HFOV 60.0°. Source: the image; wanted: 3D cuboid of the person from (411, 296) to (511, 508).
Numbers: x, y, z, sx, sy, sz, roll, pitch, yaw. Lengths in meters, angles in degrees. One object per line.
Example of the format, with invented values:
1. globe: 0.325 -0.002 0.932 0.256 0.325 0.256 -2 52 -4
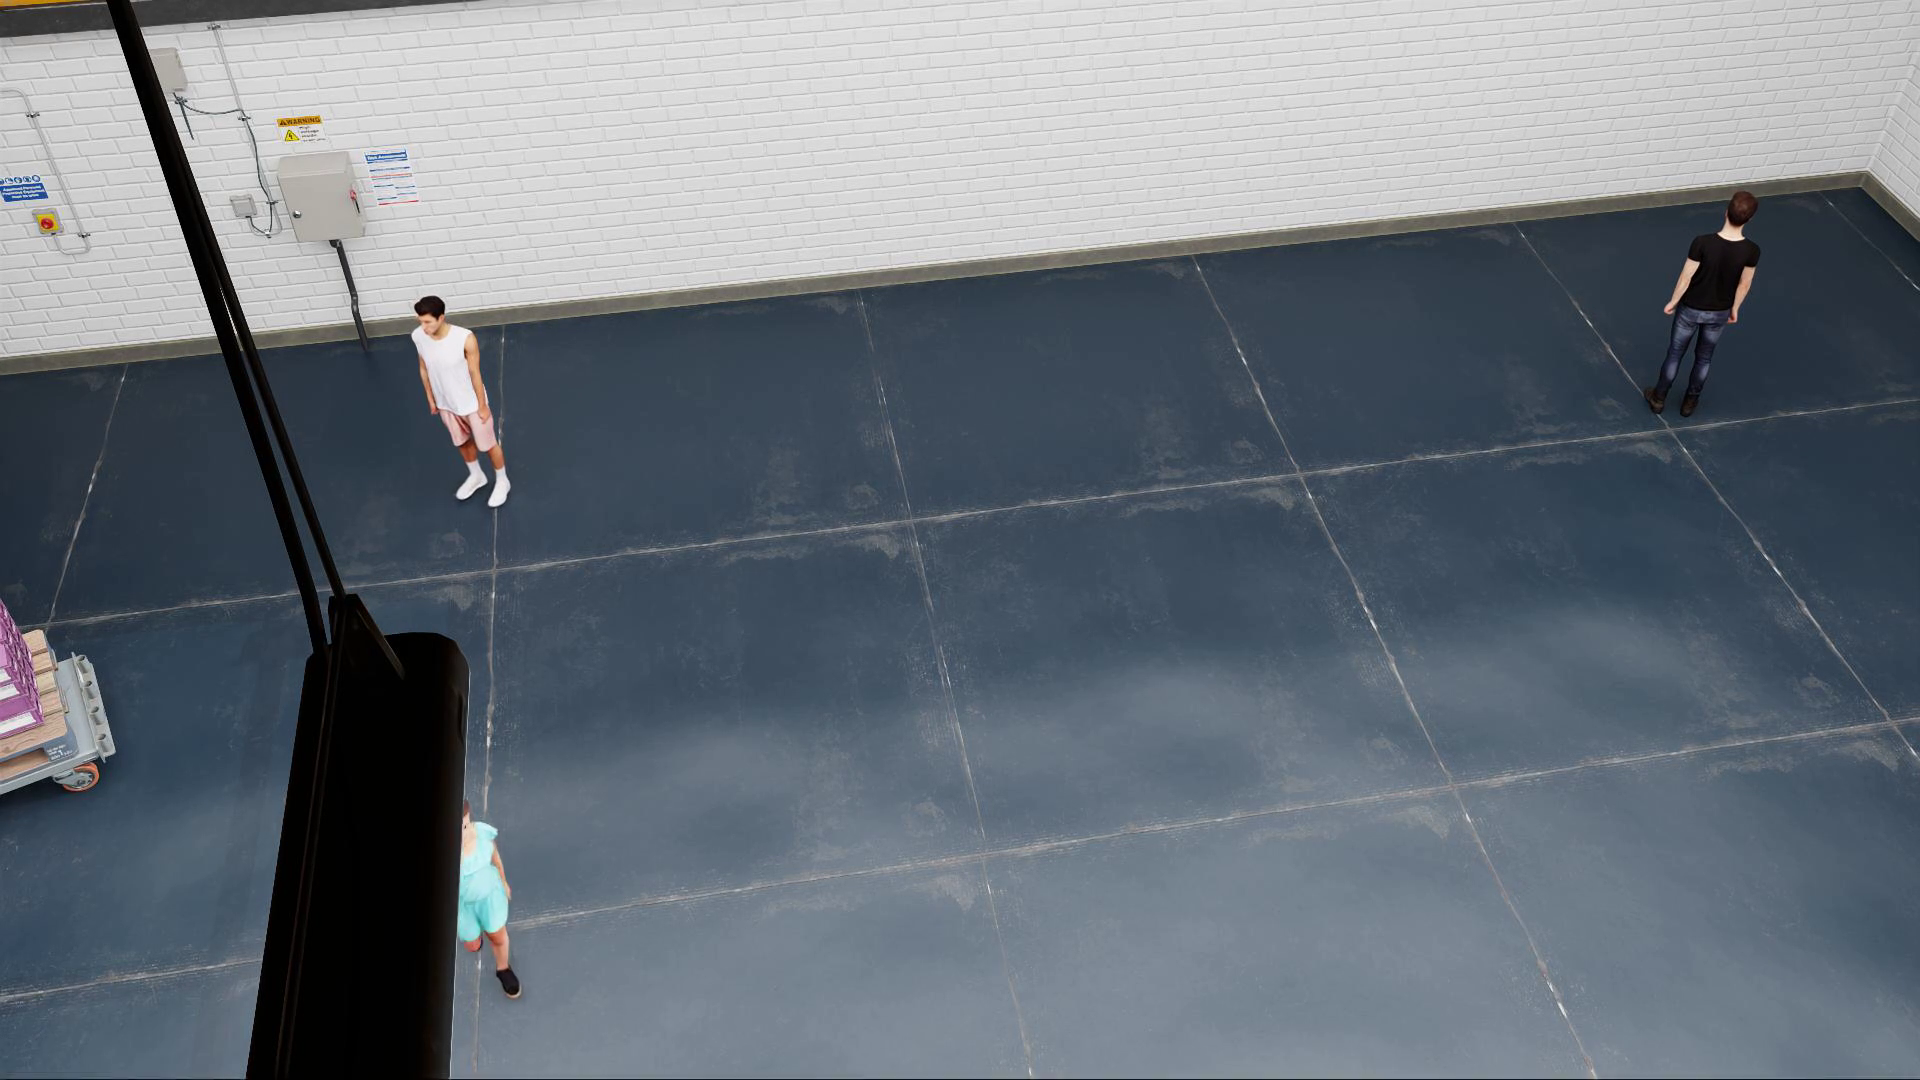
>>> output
1. person: -3.520 -1.014 11.784 0.723 1.780 0.718 11 45 11

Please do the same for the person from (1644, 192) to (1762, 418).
1. person: 5.589 -1.745 12.467 0.755 1.896 0.729 10 45 10

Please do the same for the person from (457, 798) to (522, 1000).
1. person: -2.636 1.851 8.944 0.681 1.550 0.844 -19 47 -19
